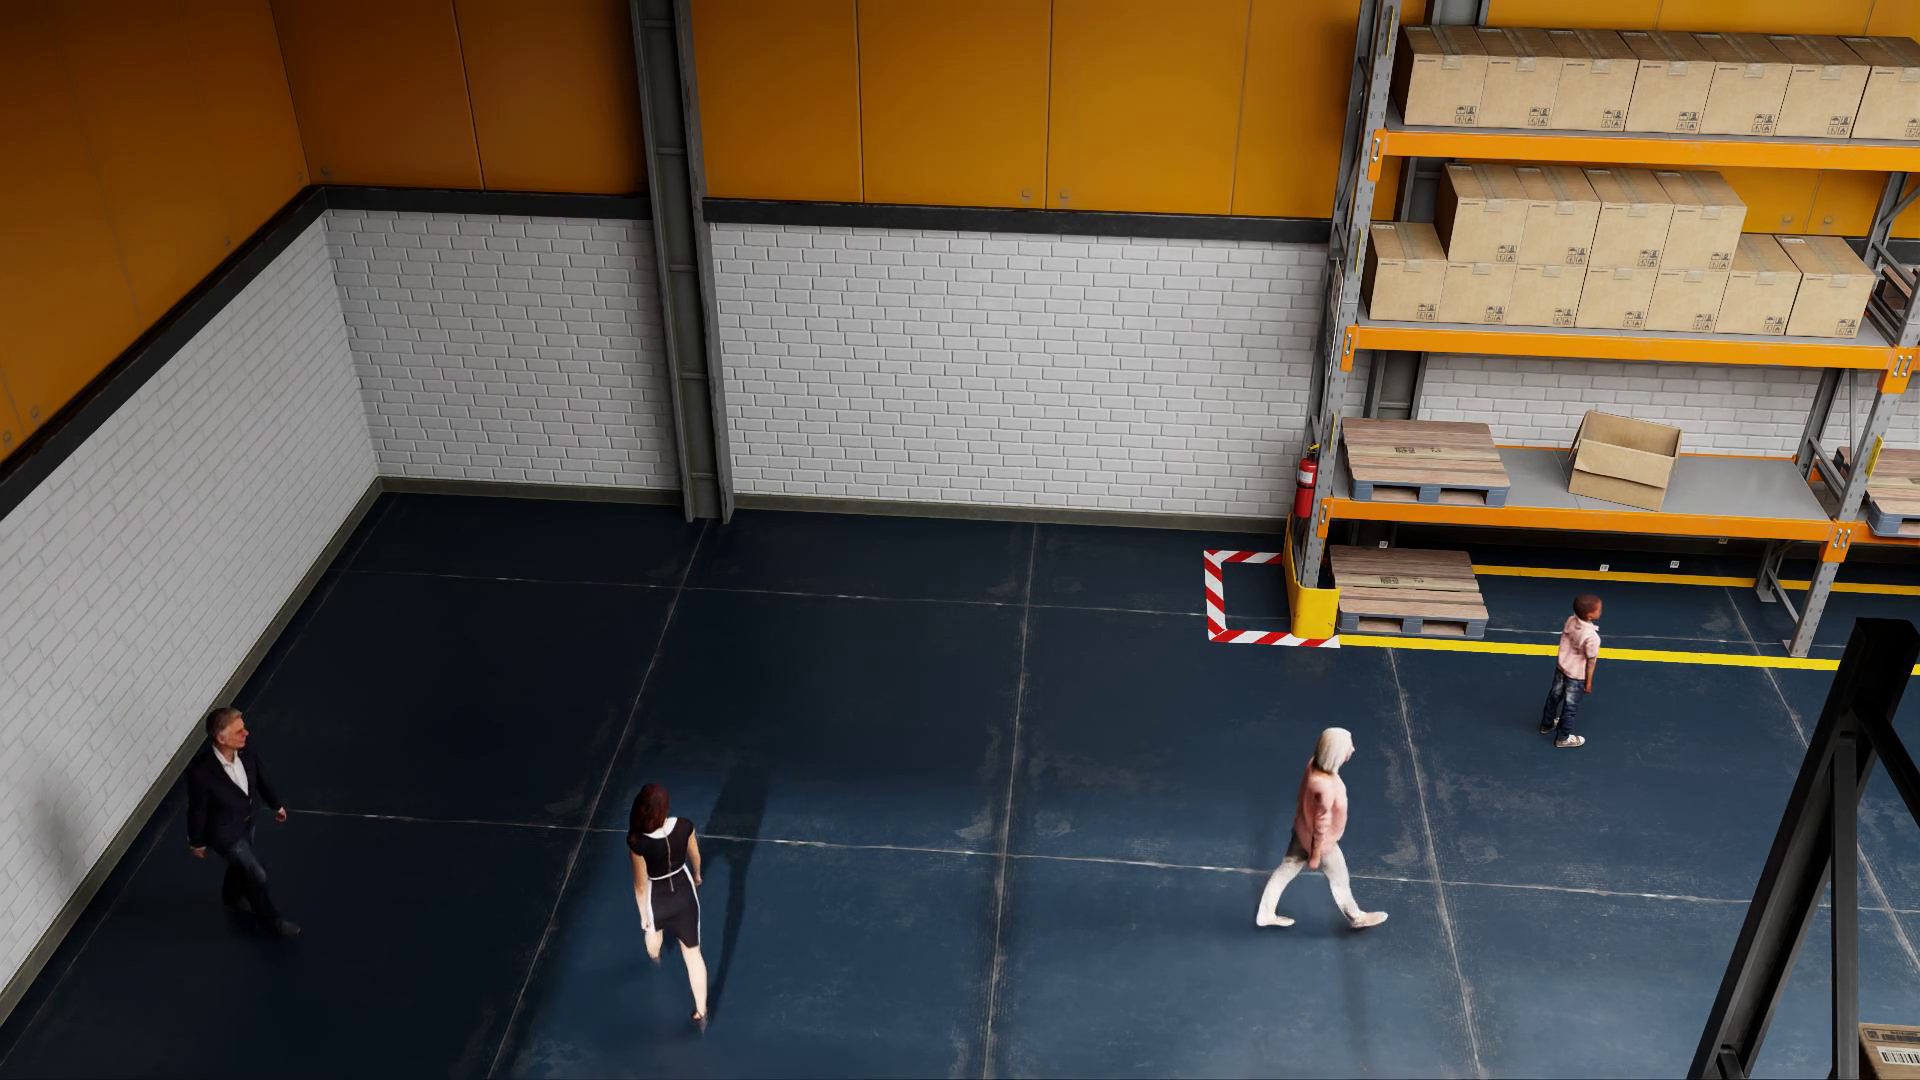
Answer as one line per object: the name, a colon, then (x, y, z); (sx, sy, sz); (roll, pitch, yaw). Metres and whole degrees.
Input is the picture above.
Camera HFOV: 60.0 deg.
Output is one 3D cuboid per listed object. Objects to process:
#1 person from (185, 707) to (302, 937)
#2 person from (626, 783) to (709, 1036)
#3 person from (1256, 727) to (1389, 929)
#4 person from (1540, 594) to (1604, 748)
person: (-4.748, 1.796, 10.687); (0.988, 1.777, 0.825); (15, 36, 21)
person: (-1.706, 2.256, 10.018); (1.136, 1.752, 1.080); (-17, 37, -24)
person: (2.188, 1.885, 10.639); (1.095, 1.683, 0.687); (-1, 34, -1)
person: (4.561, 0.953, 12.380); (0.584, 1.307, 0.576); (-12, 35, -17)
